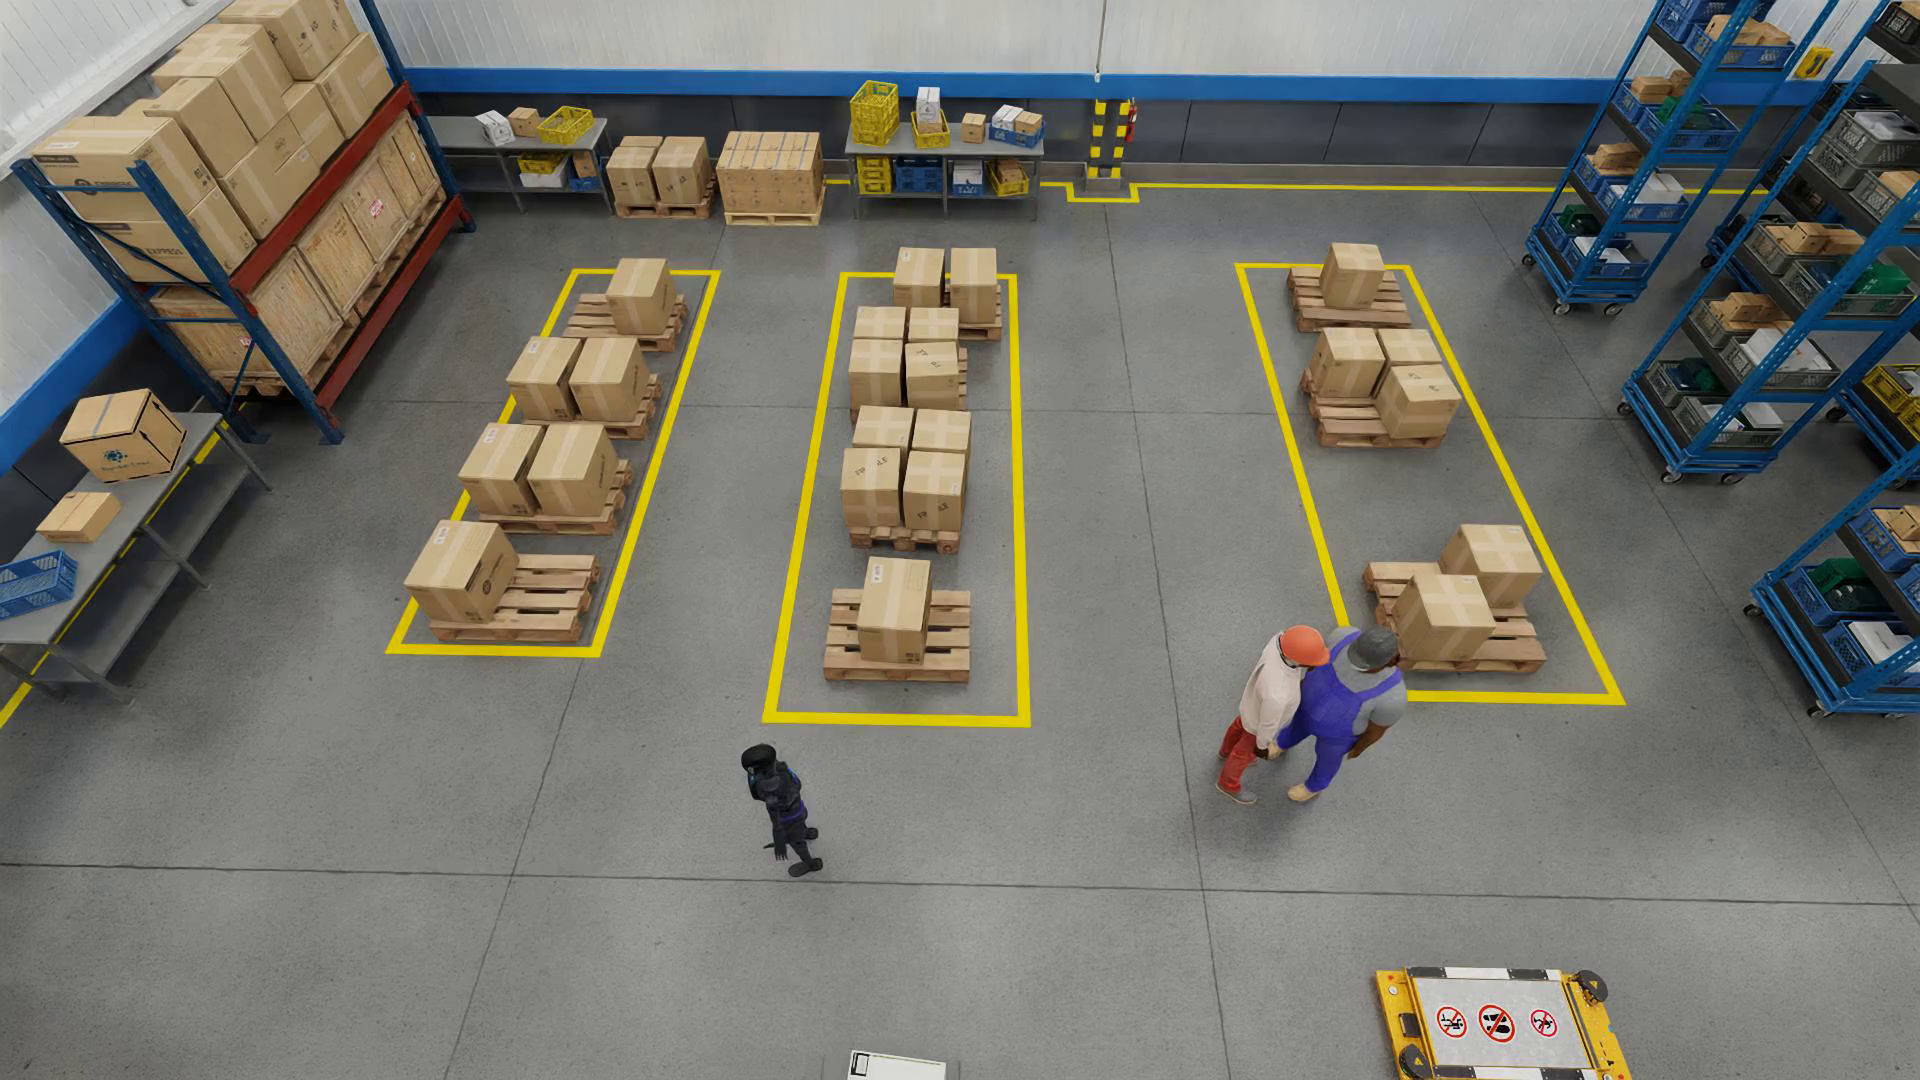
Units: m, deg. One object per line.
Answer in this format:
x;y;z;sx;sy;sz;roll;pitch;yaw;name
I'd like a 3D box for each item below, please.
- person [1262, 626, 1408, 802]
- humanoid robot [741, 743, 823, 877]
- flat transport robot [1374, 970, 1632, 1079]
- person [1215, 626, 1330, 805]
2.577;1.191;6.373;0.536;2.000;0.682;-17;53;-13;person
-1.193;1.793;6.115;0.355;1.651;0.563;-14;52;-11;humanoid robot
3.501;3.133;5.914;1.431;0.197;0.652;1;51;1;flat transport robot
2.130;1.202;6.394;0.377;1.994;0.610;12;52;10;person
